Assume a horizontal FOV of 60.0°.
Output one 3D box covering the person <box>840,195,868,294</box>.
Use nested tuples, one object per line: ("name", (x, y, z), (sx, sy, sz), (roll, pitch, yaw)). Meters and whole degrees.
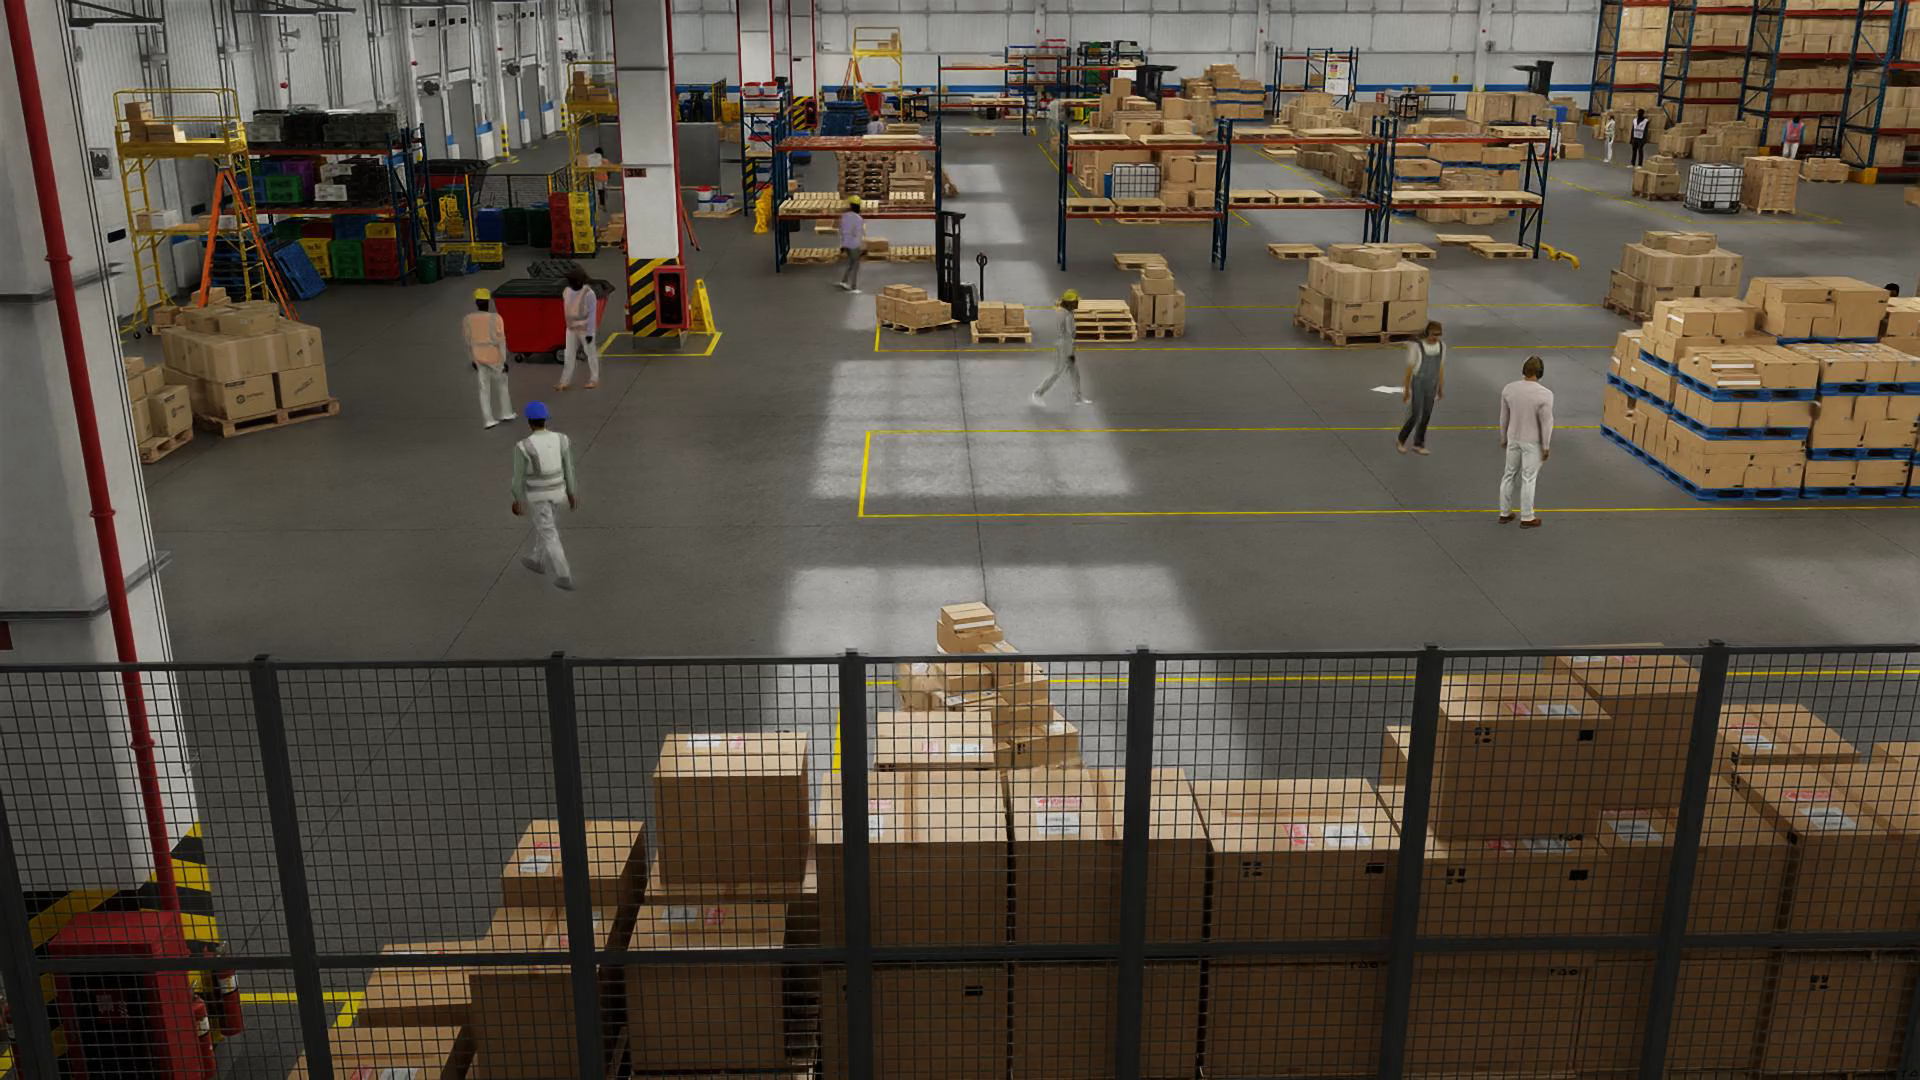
("person", (-2.072, -5.775, 32.504), (0.449, 1.905, 0.624), (-14, 23, -36))

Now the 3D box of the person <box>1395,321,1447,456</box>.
("person", (5.931, -1.934, 21.279), (0.553, 1.805, 0.530), (-7, 20, -19))

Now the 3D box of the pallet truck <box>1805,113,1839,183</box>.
("pallet truck", (26.403, -11.957, 50.702), (0.823, 1.965, 1.885), (6, 19, 16))

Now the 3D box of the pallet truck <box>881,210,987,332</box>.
("pallet truck", (-0.493, -4.759, 29.349), (1.885, 1.965, 0.823), (-13, 23, -34))

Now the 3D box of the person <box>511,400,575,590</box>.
("person", (-4.236, -0.478, 16.812), (0.988, 1.894, 0.629), (16, 24, 39))

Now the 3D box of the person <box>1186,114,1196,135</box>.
("person", (7.605, -13.424, 55.625), (0.516, 1.623, 0.652), (6, 20, 17))

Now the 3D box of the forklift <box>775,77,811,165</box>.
("forklift", (-5.920, -13.893, 55.085), (1.873, 2.768, 1.129), (-1, 19, -1))

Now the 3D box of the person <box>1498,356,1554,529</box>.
("person", (6.306, -1.090, 18.560), (0.372, 1.937, 0.627), (-15, 24, -38))

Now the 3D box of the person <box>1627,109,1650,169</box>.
("person", (22.095, -13.048, 54.082), (0.385, 1.910, 0.598), (-10, 21, -28))

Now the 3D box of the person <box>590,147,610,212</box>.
("person", (-9.539, -9.573, 44.154), (0.539, 1.660, 0.851), (-12, 22, -32))

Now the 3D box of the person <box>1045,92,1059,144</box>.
("person", (3.408, -15.717, 61.979), (0.603, 1.913, 0.627), (-7, 20, -20))

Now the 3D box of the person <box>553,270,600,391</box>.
("person", (-5.721, -3.082, 24.662), (0.652, 1.808, 0.882), (10, 21, 28))

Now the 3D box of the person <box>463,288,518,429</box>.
("person", (-6.451, -2.515, 22.850), (0.611, 1.887, 0.792), (2, 19, 7))

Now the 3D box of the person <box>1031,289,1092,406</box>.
("person", (1.451, -2.752, 23.850), (0.860, 1.709, 0.493), (0, 19, -1))

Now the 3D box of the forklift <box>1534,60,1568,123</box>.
("forklift", (23.122, -17.605, 66.097), (1.873, 2.768, 1.129), (-1, 19, -2))

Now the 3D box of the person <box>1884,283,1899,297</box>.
("person", (12.798, -2.622, 23.131), (0.587, 1.920, 0.392), (8, 20, 22))

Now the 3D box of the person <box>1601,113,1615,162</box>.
("person", (21.855, -13.549, 55.994), (0.315, 1.629, 0.509), (-1, 19, -3))

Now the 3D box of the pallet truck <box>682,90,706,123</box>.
("pallet truck", (-9.671, -15.907, 62.421), (0.823, 1.965, 1.885), (5, 19, 15))

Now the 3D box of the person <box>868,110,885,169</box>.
("person", (-2.720, -12.774, 53.277), (0.554, 1.910, 0.795), (10, 21, 27))

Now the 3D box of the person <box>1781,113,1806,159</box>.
("person", (26.765, -12.798, 53.458), (0.656, 1.827, 0.444), (9, 20, 24))

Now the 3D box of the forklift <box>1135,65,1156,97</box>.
("forklift", (6.946, -16.489, 62.786), (1.873, 2.768, 1.129), (15, 24, 37))
